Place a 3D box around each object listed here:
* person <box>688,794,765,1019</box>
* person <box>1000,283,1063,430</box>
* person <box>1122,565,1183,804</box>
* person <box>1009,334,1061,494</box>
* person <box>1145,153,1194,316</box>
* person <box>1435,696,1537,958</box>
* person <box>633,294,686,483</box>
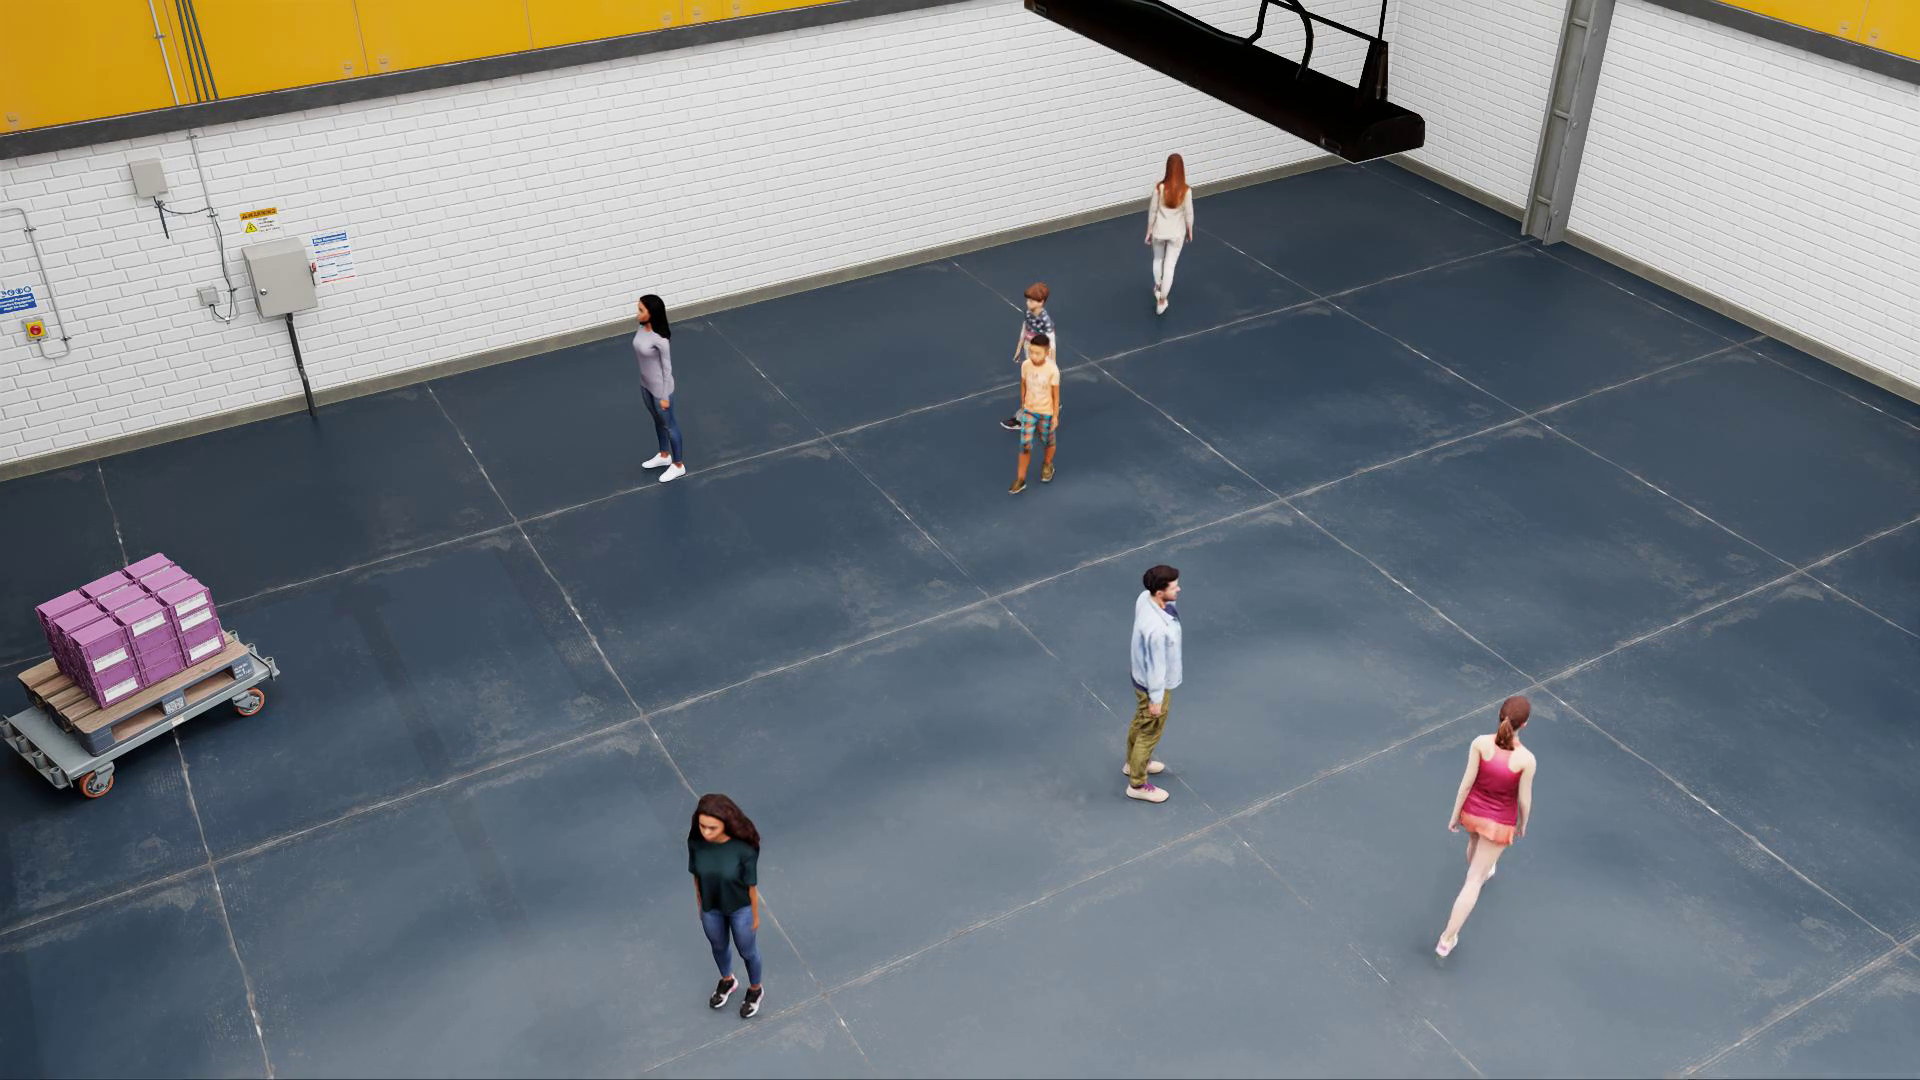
[{"bbox_3d":[-1.320,2.074,9.519,0.700,1.614,0.760,8,34,12],"label":"person"},{"bbox_3d":[0.773,-1.727,15.430,0.607,1.401,0.903,-19,38,-26],"label":"person"},{"bbox_3d":[1.273,0.927,11.069,0.823,1.810,0.698,1,34,1],"label":"person"},{"bbox_3d":[0.729,-1.155,14.537,0.887,1.437,0.911,11,35,16],"label":"person"},{"bbox_3d":[2.155,-3.141,17.295,0.893,1.692,0.955,8,34,12],"label":"person"},{"bbox_3d":[3.119,1.731,9.958,1.174,1.699,0.935,22,40,30],"label":"person"},{"bbox_3d":[-2.632,-1.352,14.563,0.683,1.736,0.494,-22,40,-30],"label":"person"}]
